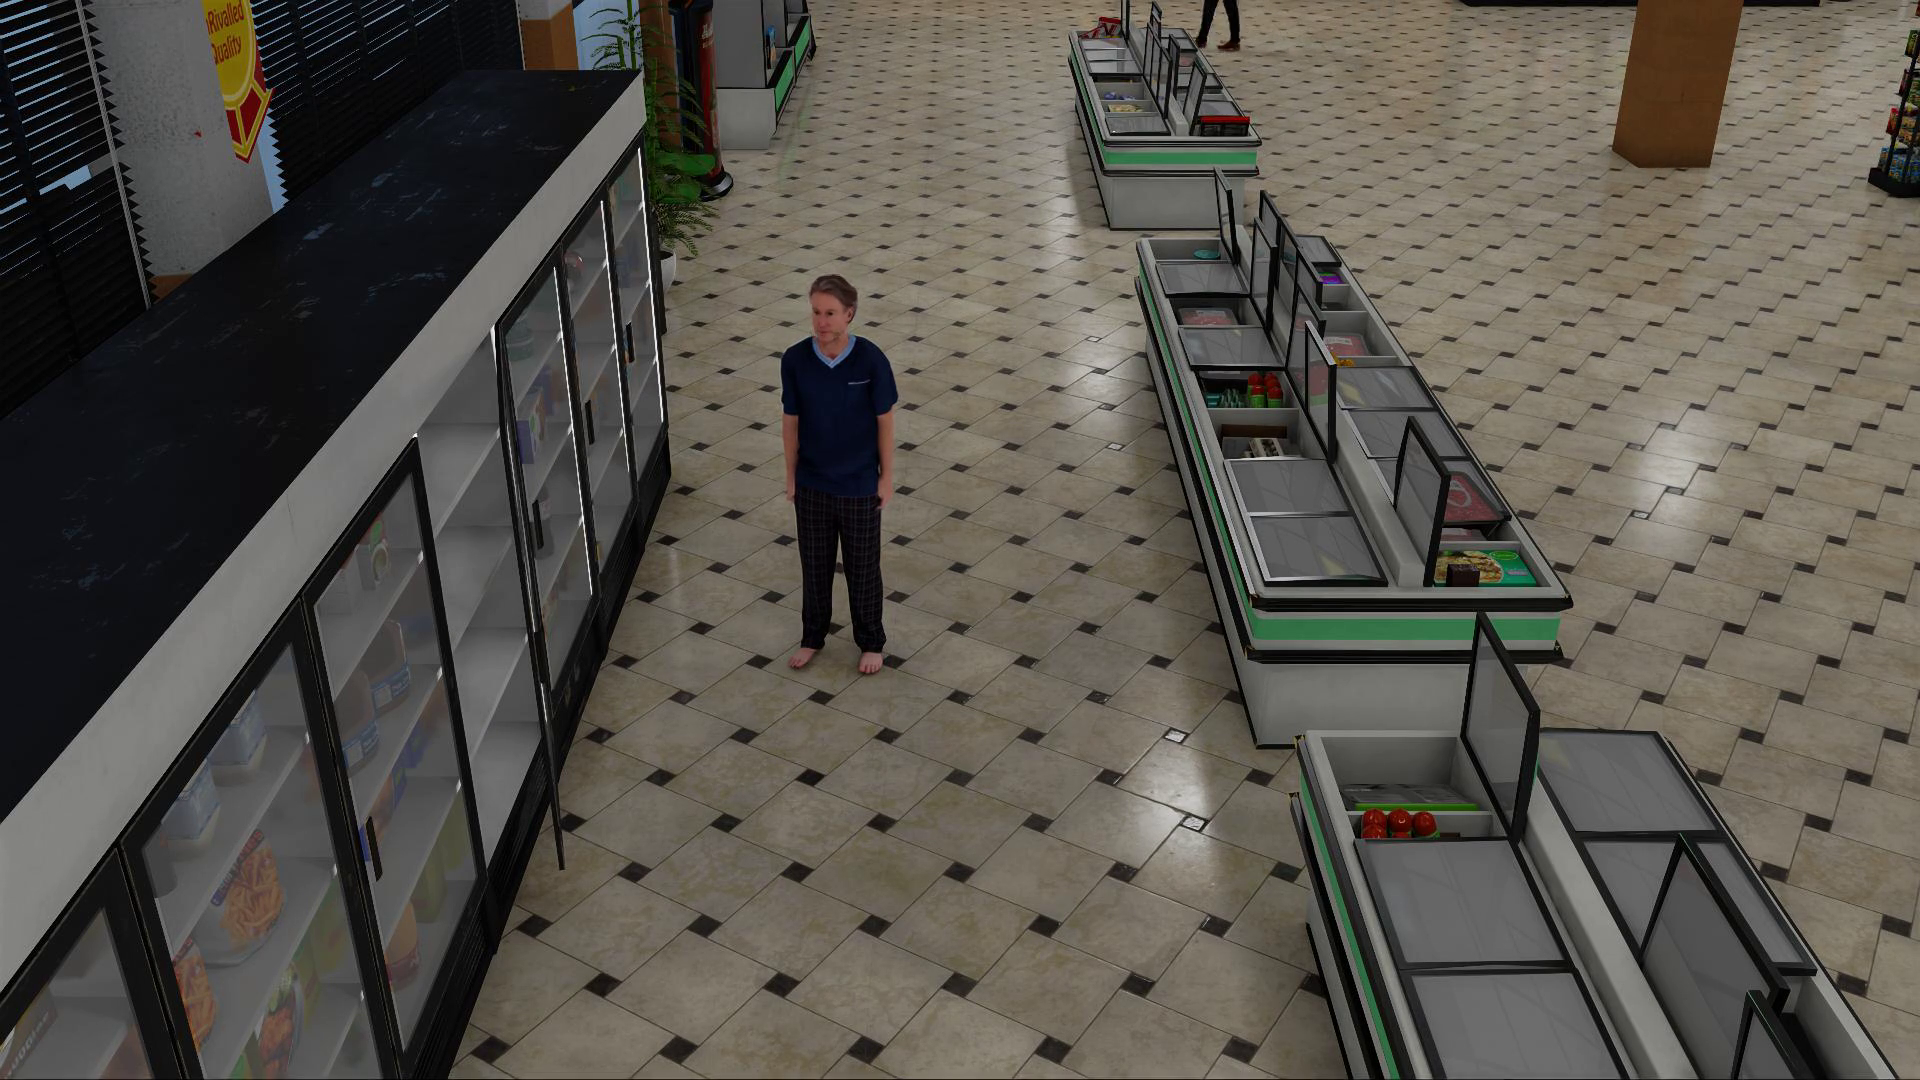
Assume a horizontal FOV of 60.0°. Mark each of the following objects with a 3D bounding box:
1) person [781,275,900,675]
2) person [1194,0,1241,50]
[{"bbox_3d":[-0.540,-0.274,7.367,0.689,1.871,0.578,4,27,7],"label":"person"},{"bbox_3d":[3.405,-7.037,20.784,0.924,1.799,0.979,9,28,17],"label":"person"}]
